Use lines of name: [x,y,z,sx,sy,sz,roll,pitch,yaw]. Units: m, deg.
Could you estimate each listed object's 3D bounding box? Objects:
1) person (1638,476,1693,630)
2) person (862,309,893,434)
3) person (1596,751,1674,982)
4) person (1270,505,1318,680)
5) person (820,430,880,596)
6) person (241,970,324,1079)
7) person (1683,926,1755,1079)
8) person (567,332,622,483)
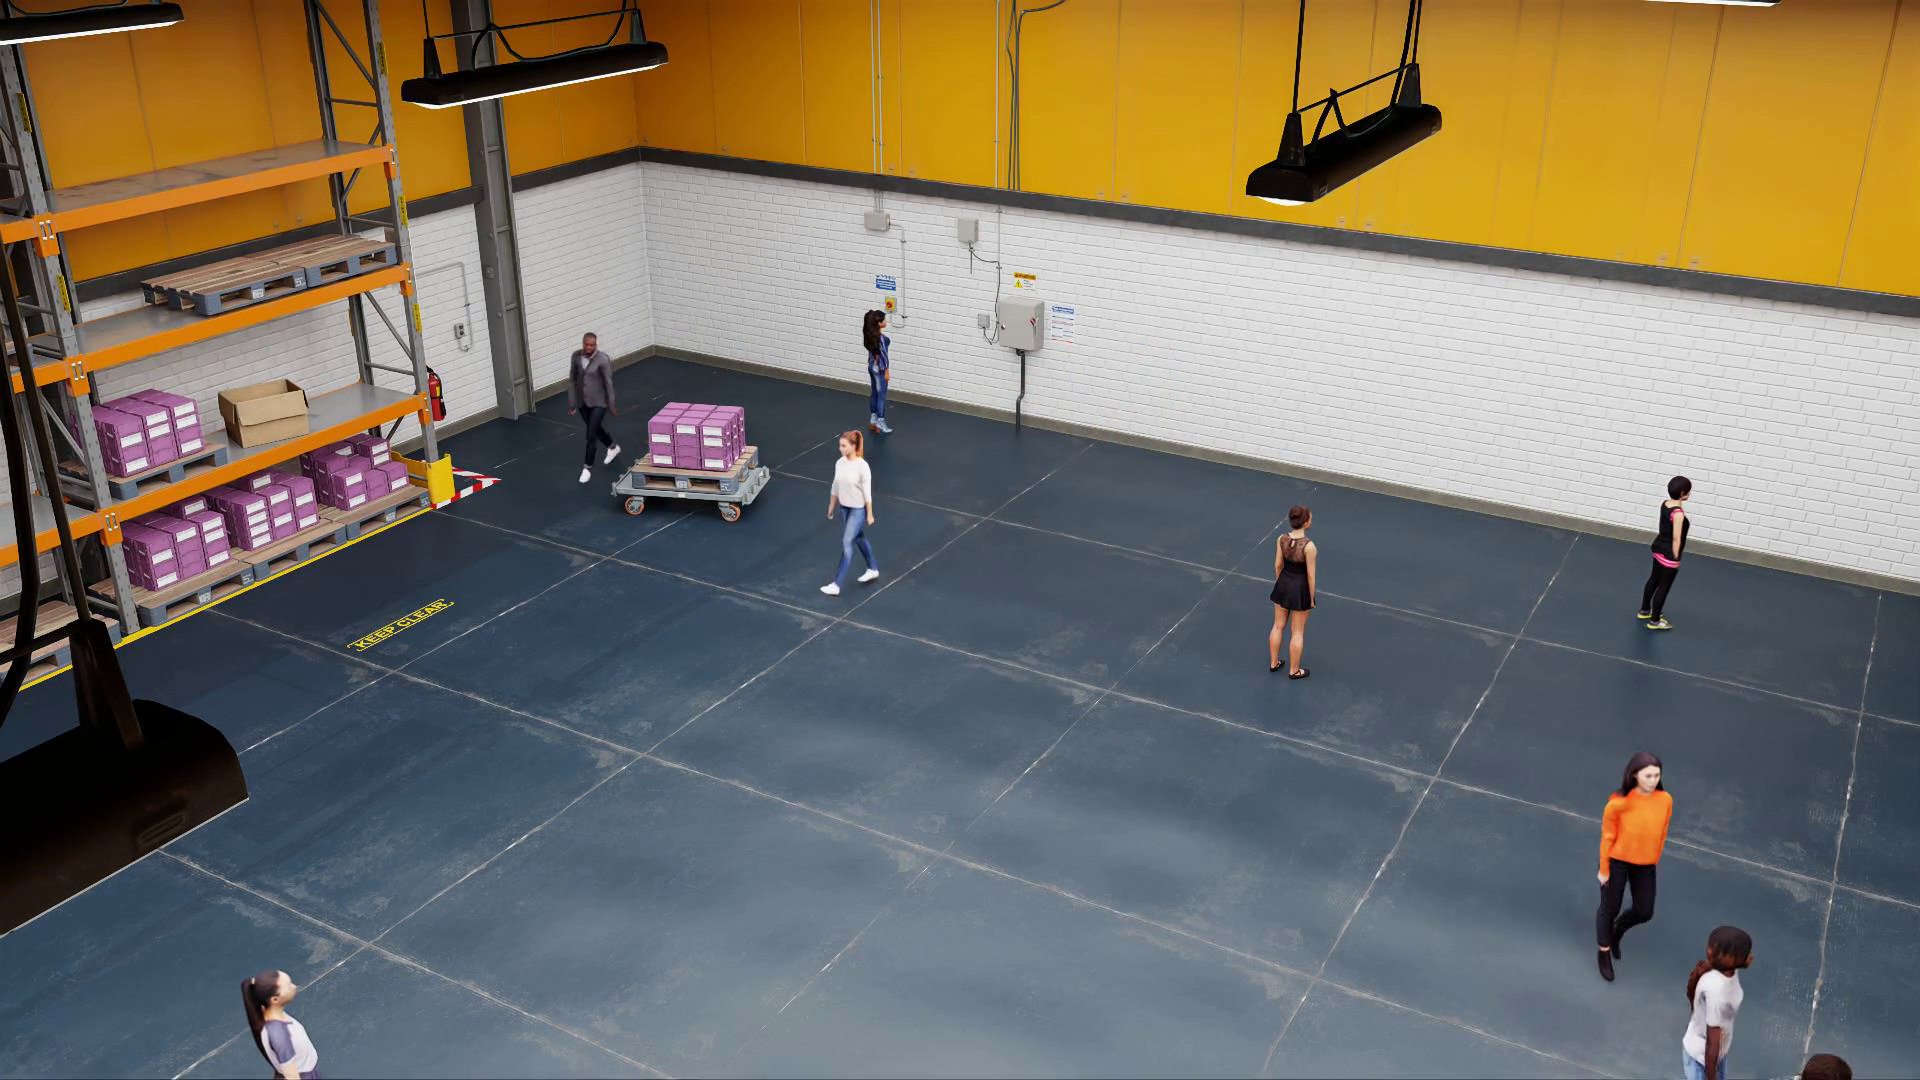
person: [6.877,0.106,16.188,0.665,1.551,0.571,1,24,1]
person: [-1.042,-2.172,21.319,0.722,1.616,0.695,-11,26,-23]
person: [4.480,2.154,11.268,0.760,1.741,0.807,-1,24,-3]
person: [3.048,0.460,15.225,0.641,1.675,0.639,-21,31,-40]
person: [-1.016,-0.303,16.965,1.123,1.679,0.825,-21,31,-39]
person: [-3.719,3.082,9.257,0.658,1.650,0.667,-16,28,-32]
person: [4.198,2.938,9.509,0.677,1.713,0.802,14,27,29]
person: [-4.343,-1.645,19.908,0.762,1.780,1.174,12,26,25]
